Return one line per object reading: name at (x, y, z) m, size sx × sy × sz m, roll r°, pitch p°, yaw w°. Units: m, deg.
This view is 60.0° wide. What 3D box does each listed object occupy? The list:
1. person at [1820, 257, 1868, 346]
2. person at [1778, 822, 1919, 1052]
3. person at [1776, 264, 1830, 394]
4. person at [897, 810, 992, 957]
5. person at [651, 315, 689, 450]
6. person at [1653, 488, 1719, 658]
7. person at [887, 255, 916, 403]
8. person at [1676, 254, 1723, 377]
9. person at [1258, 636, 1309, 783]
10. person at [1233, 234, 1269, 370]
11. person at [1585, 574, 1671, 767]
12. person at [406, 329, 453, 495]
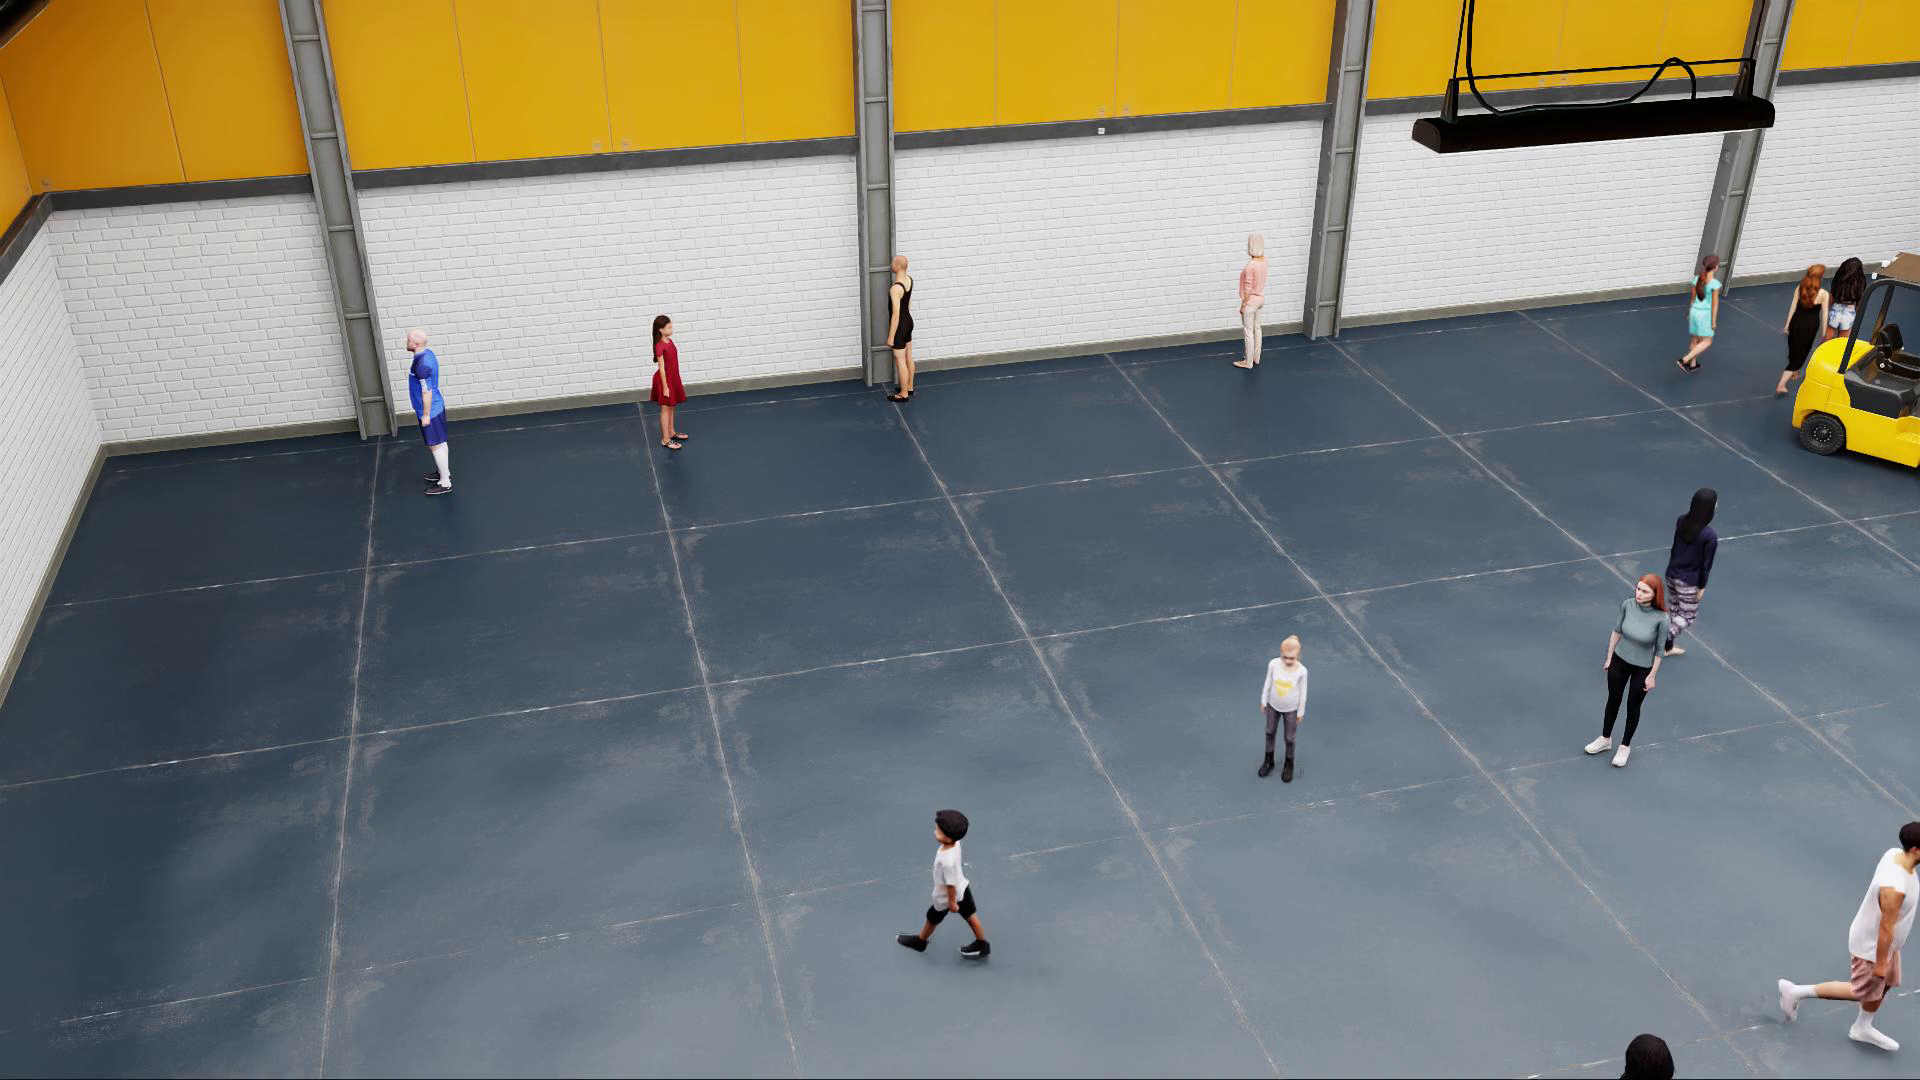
person at (10.752, -2.669, 20.334) m, size 0.645 × 1.627 × 0.721 m, roll 10°, pitch 30°, yaw 18°
person at (5.791, 2.525, 10.666) m, size 1.048 × 1.766 × 1.040 m, roll 19°, pitch 34°, yaw 31°
person at (10.157, -2.518, 20.100) m, size 1.106 × 1.584 × 0.863 m, roll -22°, pitch 36°, yaw -35°
person at (-0.003, 2.397, 11.461) m, size 0.955 × 1.228 × 0.752 m, roll 6°, pitch 29°, yaw 10°
person at (-3.323, -1.816, 18.845) m, size 0.704 × 1.554 × 0.645 m, roll 4°, pitch 29°, yaw 7°
person at (6.363, 0.340, 14.718) m, size 0.815 × 1.721 × 0.668 m, roll -12°, pitch 31°, yaw -21°
person at (-0.695, -2.536, 19.893) m, size 0.725 × 1.816 × 0.716 m, roll 10°, pitch 30°, yaw 18°
person at (9.165, -2.765, 20.588) m, size 0.858 × 1.551 × 0.672 m, roll -14°, pitch 31°, yaw -23°
person at (2.608, 1.319, 13.388) m, size 0.603 × 1.276 × 0.665 m, roll 14°, pitch 31°, yaw 23°
person at (3.665, -2.999, 20.837) m, size 0.742 × 1.724 × 0.651 m, roll 21°, pitch 35°, yaw 33°
person at (5.428, 1.034, 13.424) m, size 0.654 × 1.742 × 0.653 m, roll -22°, pitch 36°, yaw -35°
person at (-5.676, -1.400, 17.781) m, size 0.553 × 1.842 × 0.657 m, roll -7°, pitch 29°, yaw -12°
